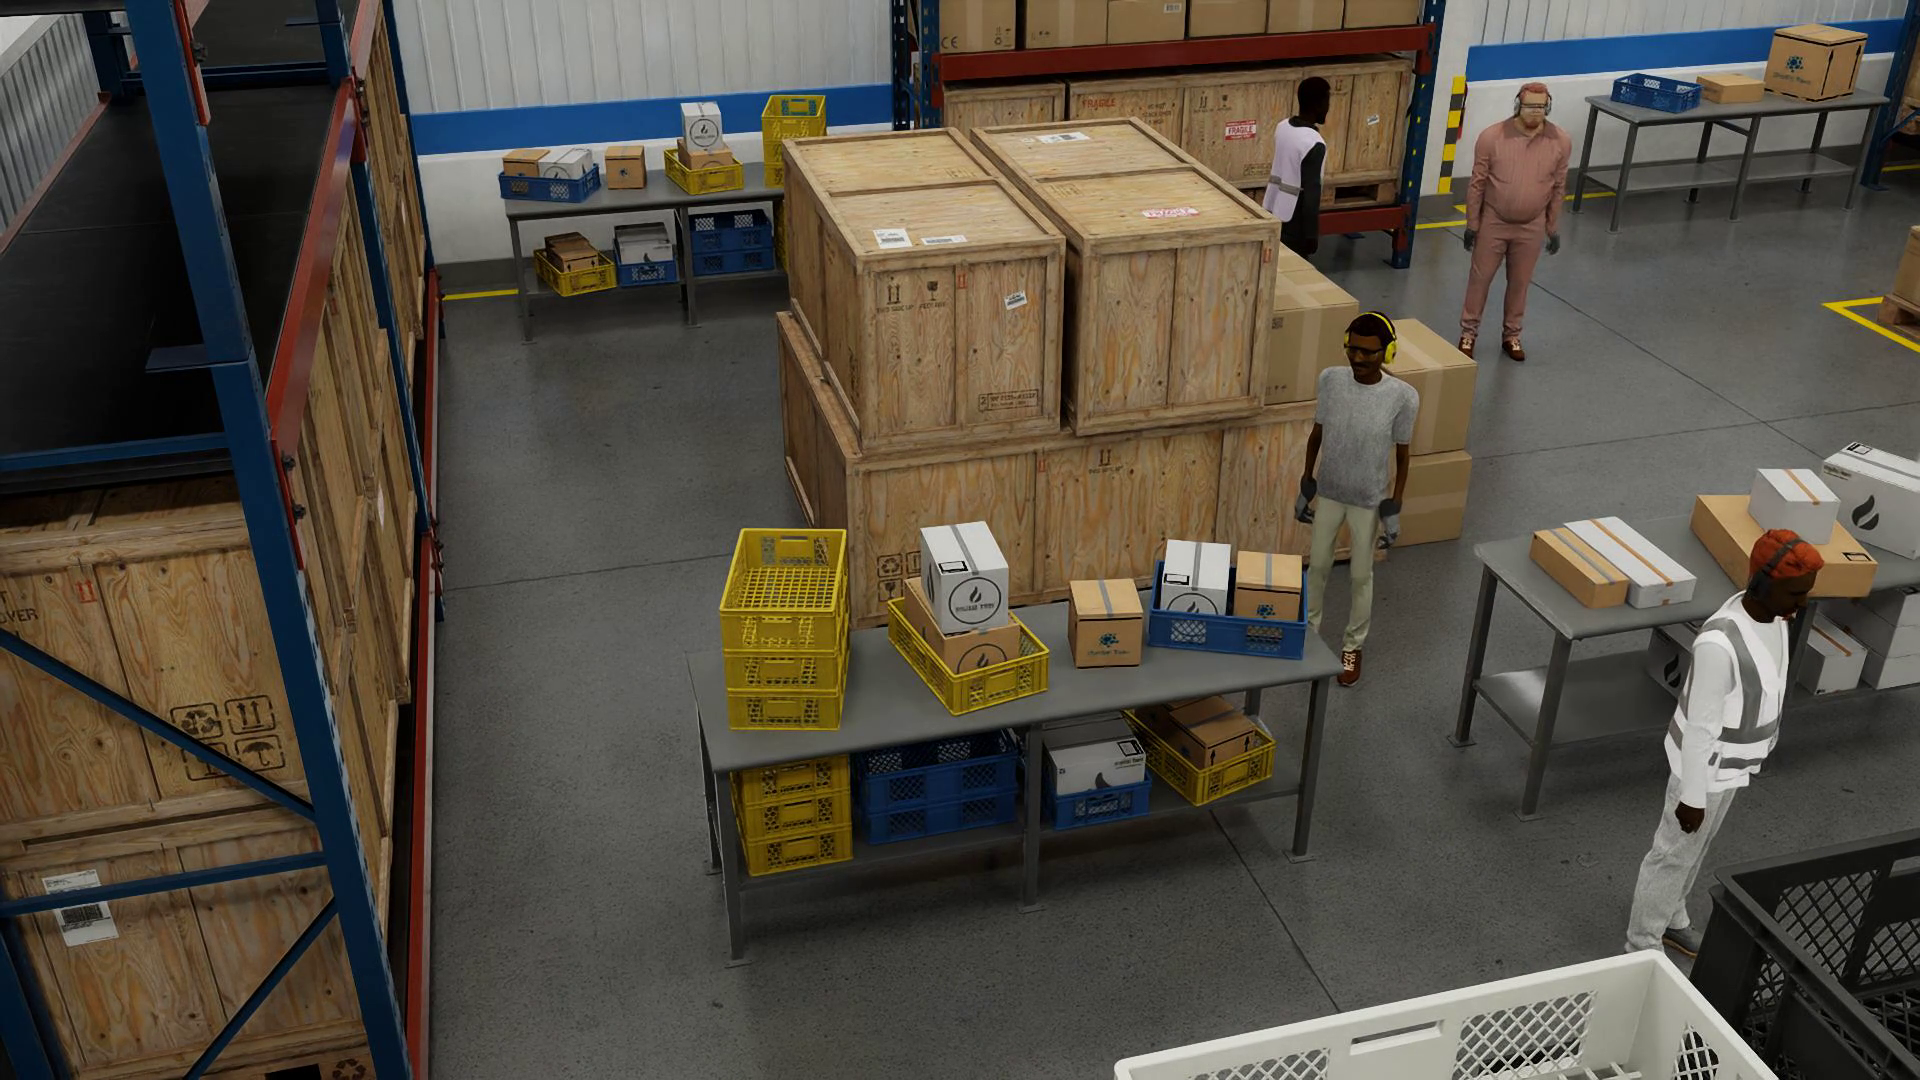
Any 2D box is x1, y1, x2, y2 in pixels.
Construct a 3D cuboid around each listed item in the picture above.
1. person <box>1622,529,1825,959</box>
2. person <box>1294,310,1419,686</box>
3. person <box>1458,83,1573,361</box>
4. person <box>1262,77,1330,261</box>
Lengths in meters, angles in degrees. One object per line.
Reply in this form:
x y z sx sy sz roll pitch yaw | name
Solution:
2.720 0.802 5.972 0.354 1.885 0.573 23 36 35 | person
1.823 -0.181 7.781 0.521 1.862 0.328 16 33 27 | person
3.771 -2.142 11.300 0.688 1.903 0.395 3 29 5 | person
2.282 -2.214 11.420 0.383 1.912 0.585 -7 30 -13 | person
